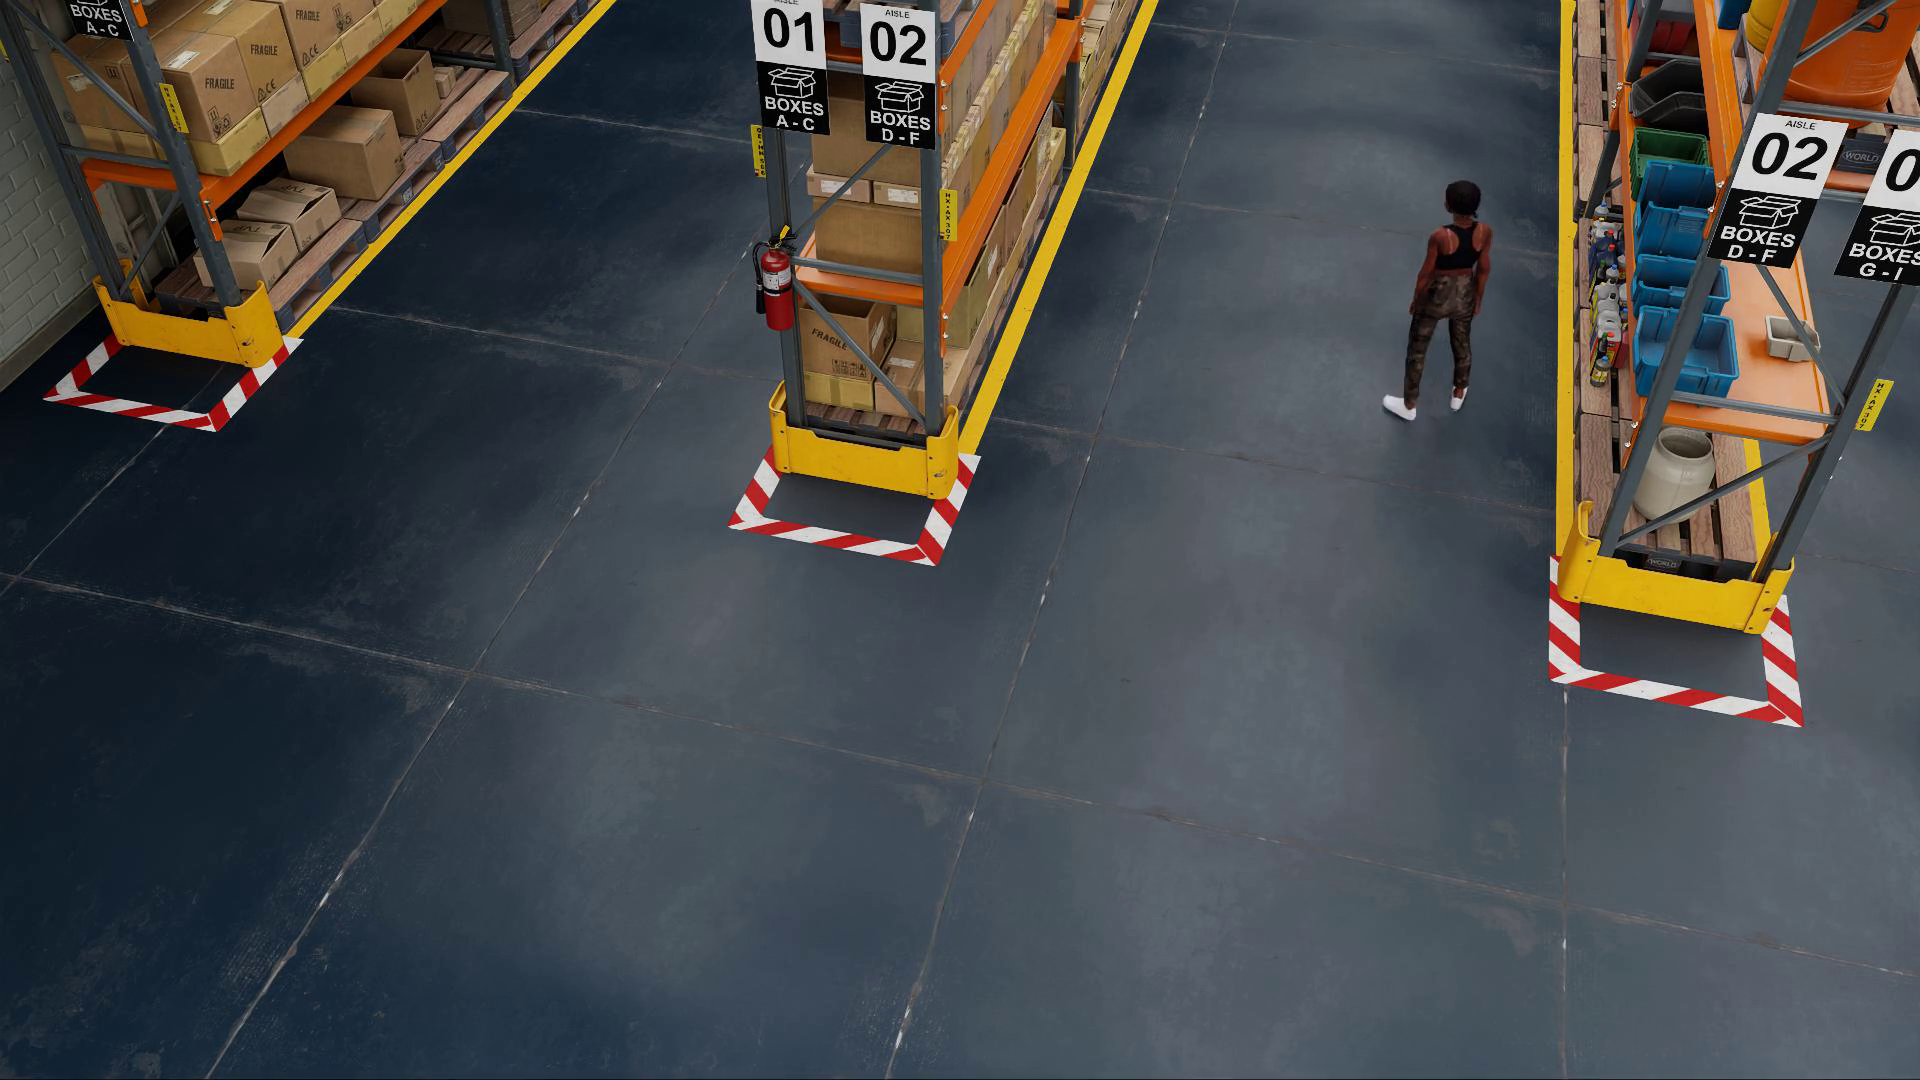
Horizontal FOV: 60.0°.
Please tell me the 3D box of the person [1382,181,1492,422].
[{"bbox_3d":[3.092,-1.510,10.625,0.842,1.686,0.749,4,43,4],"label":"person"}]
